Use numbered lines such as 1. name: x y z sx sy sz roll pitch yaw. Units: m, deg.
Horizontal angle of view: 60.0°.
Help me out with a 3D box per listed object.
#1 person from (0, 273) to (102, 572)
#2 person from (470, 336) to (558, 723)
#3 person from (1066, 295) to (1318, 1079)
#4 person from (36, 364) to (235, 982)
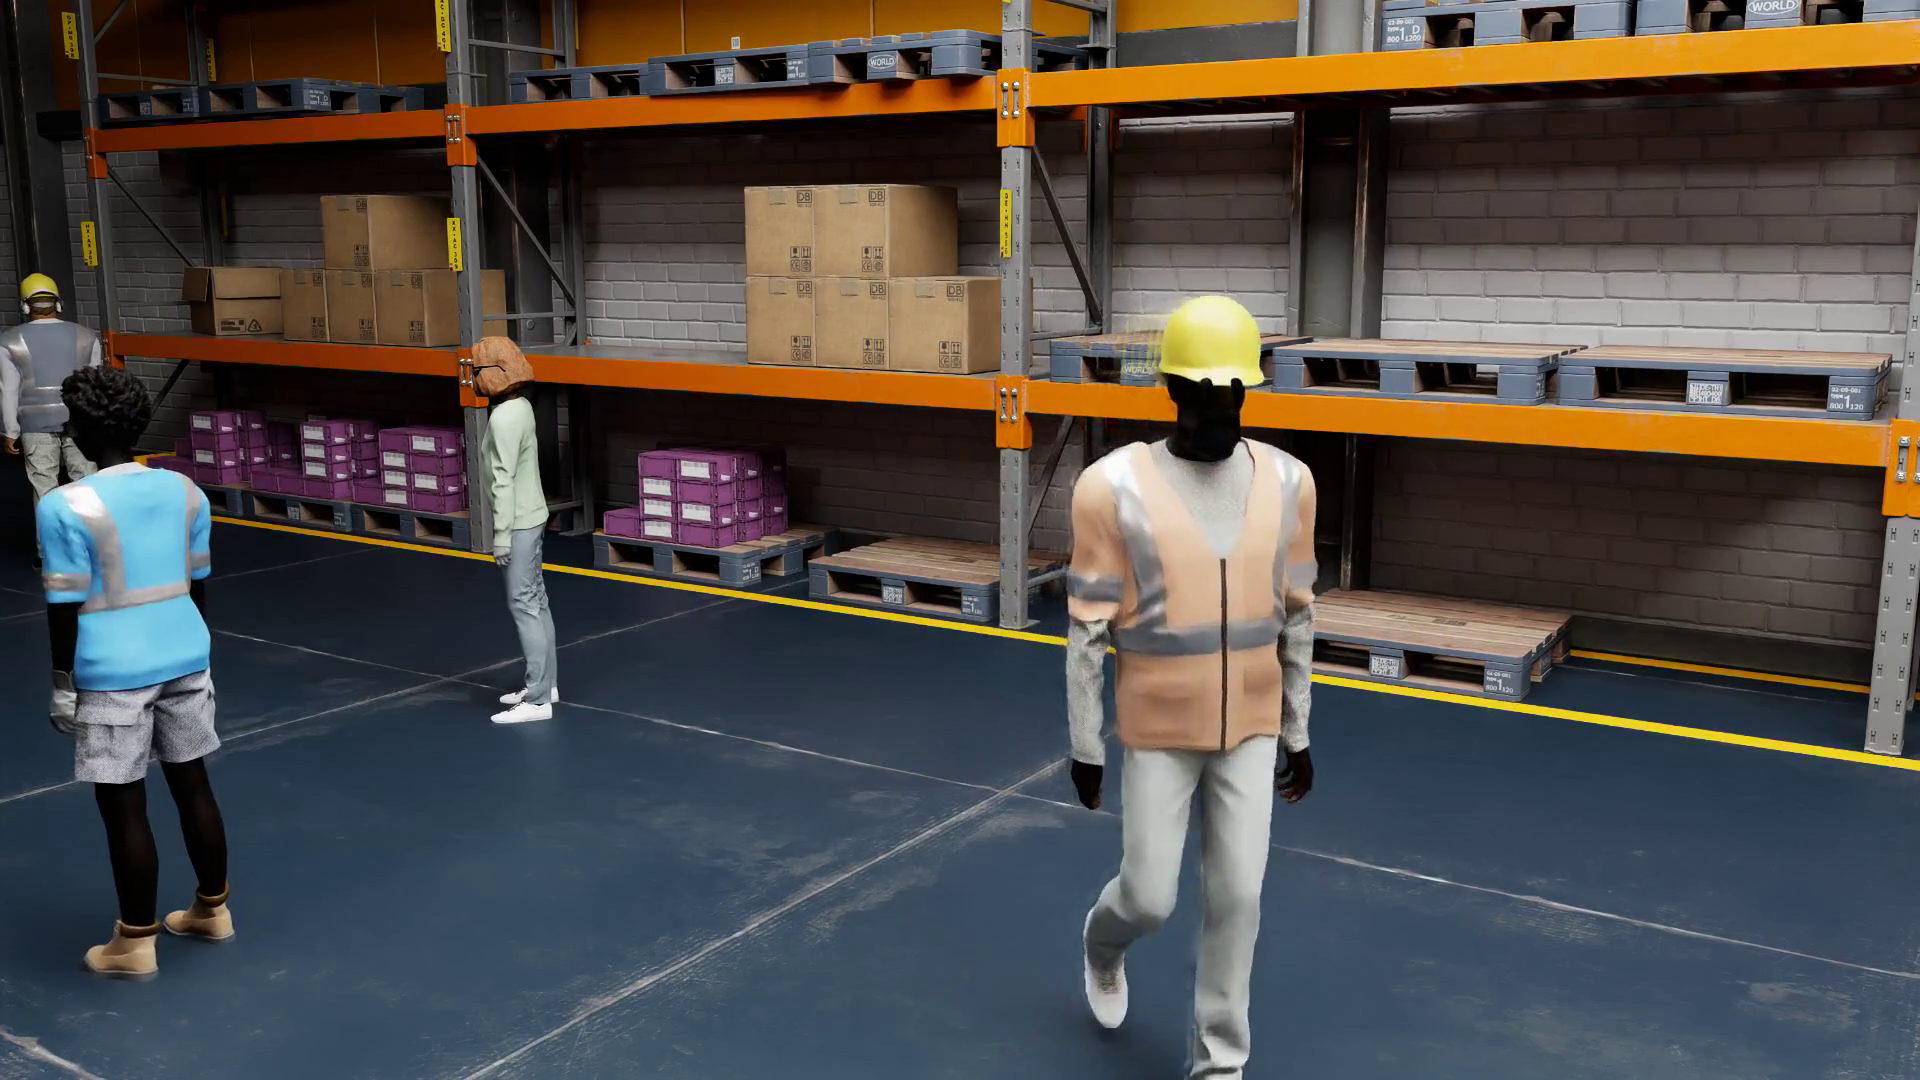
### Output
1. person: -5.530 -0.708 10.162 0.588 1.823 0.403 -9 13 -40
2. person: -1.891 -0.045 7.041 0.288 1.626 0.498 -1 10 -7
3. person: 0.523 0.391 3.839 0.593 1.906 0.673 -3 11 -15
4. person: -2.274 0.361 4.608 0.324 1.688 0.531 4 11 20
